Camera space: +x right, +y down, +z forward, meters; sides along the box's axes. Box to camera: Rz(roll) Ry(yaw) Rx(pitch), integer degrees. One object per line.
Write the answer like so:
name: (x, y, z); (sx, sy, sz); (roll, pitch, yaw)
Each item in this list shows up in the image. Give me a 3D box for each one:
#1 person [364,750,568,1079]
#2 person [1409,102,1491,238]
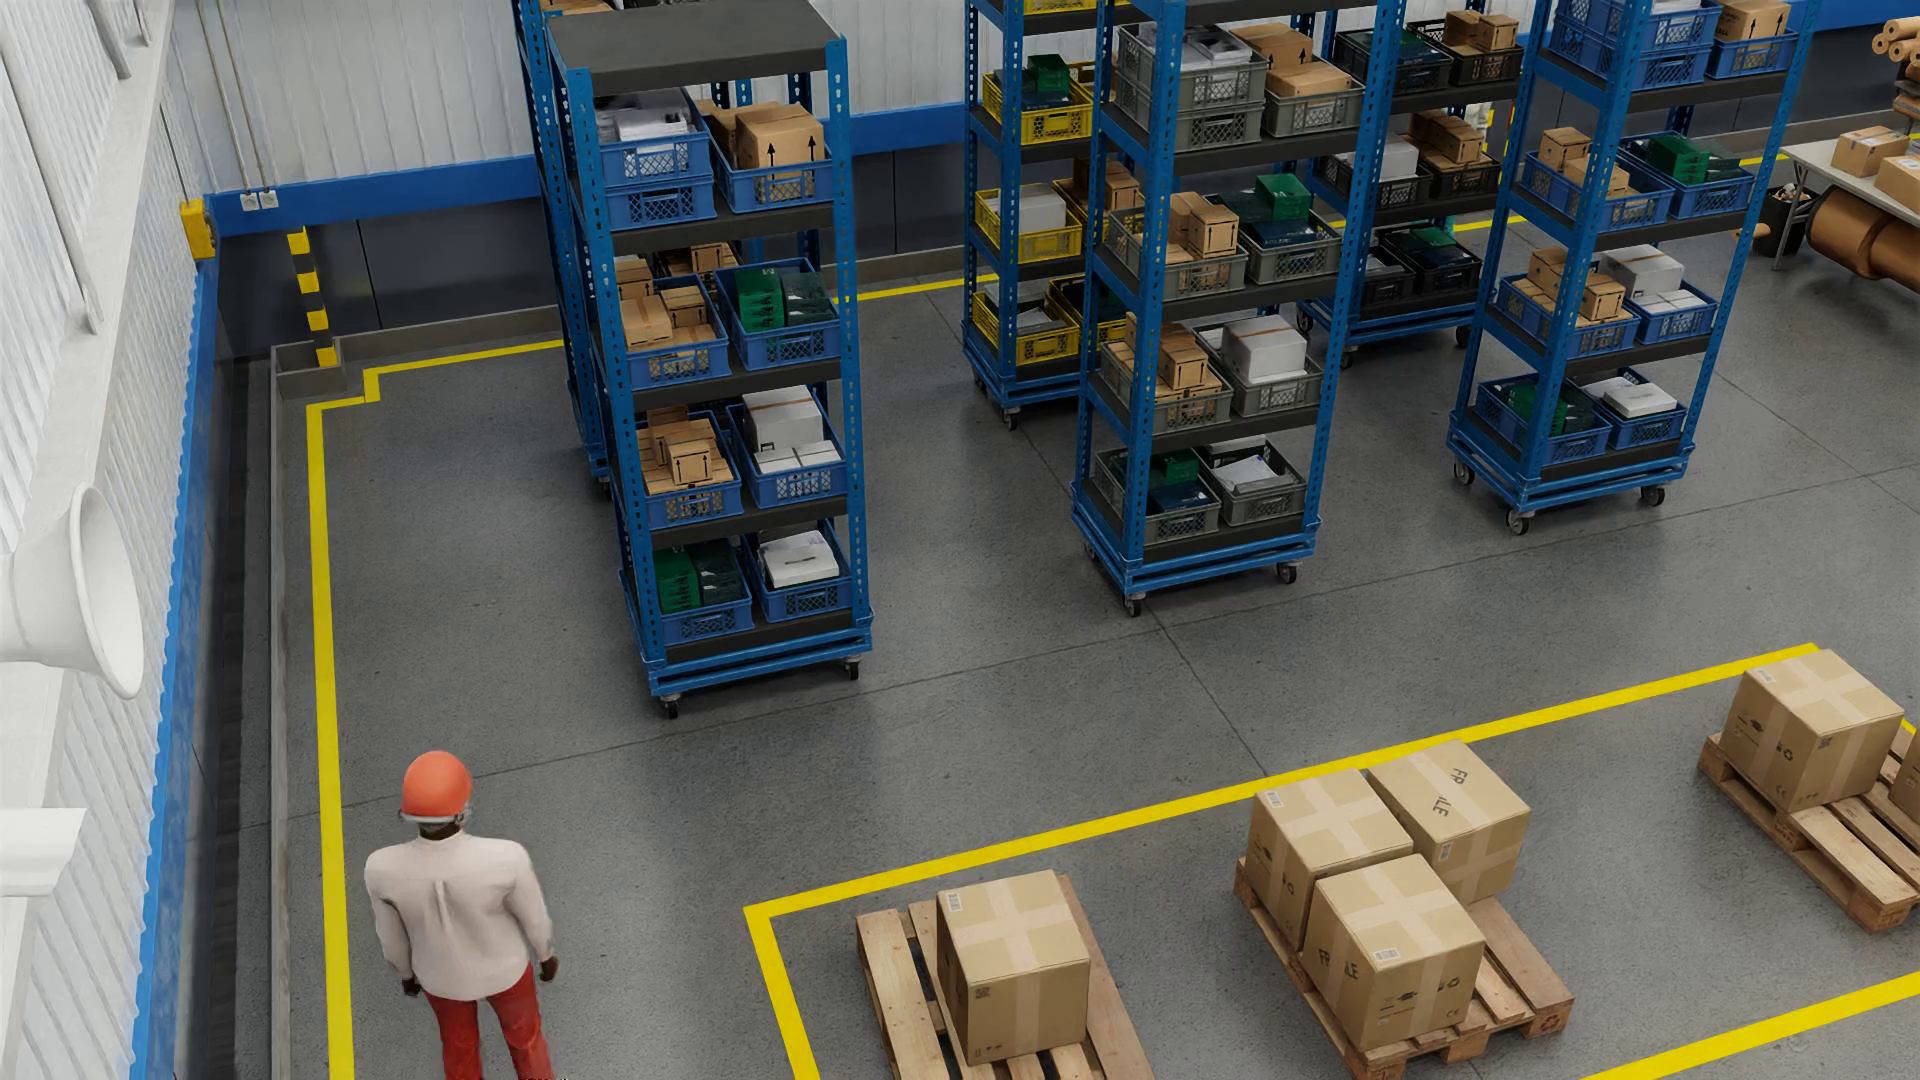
person: (-1.842, 1.587, 6.323); (0.622, 1.994, 0.413); (-4, 35, -6)
person: (3.851, -3.042, 13.069); (0.522, 1.768, 0.310); (0, 35, 0)
